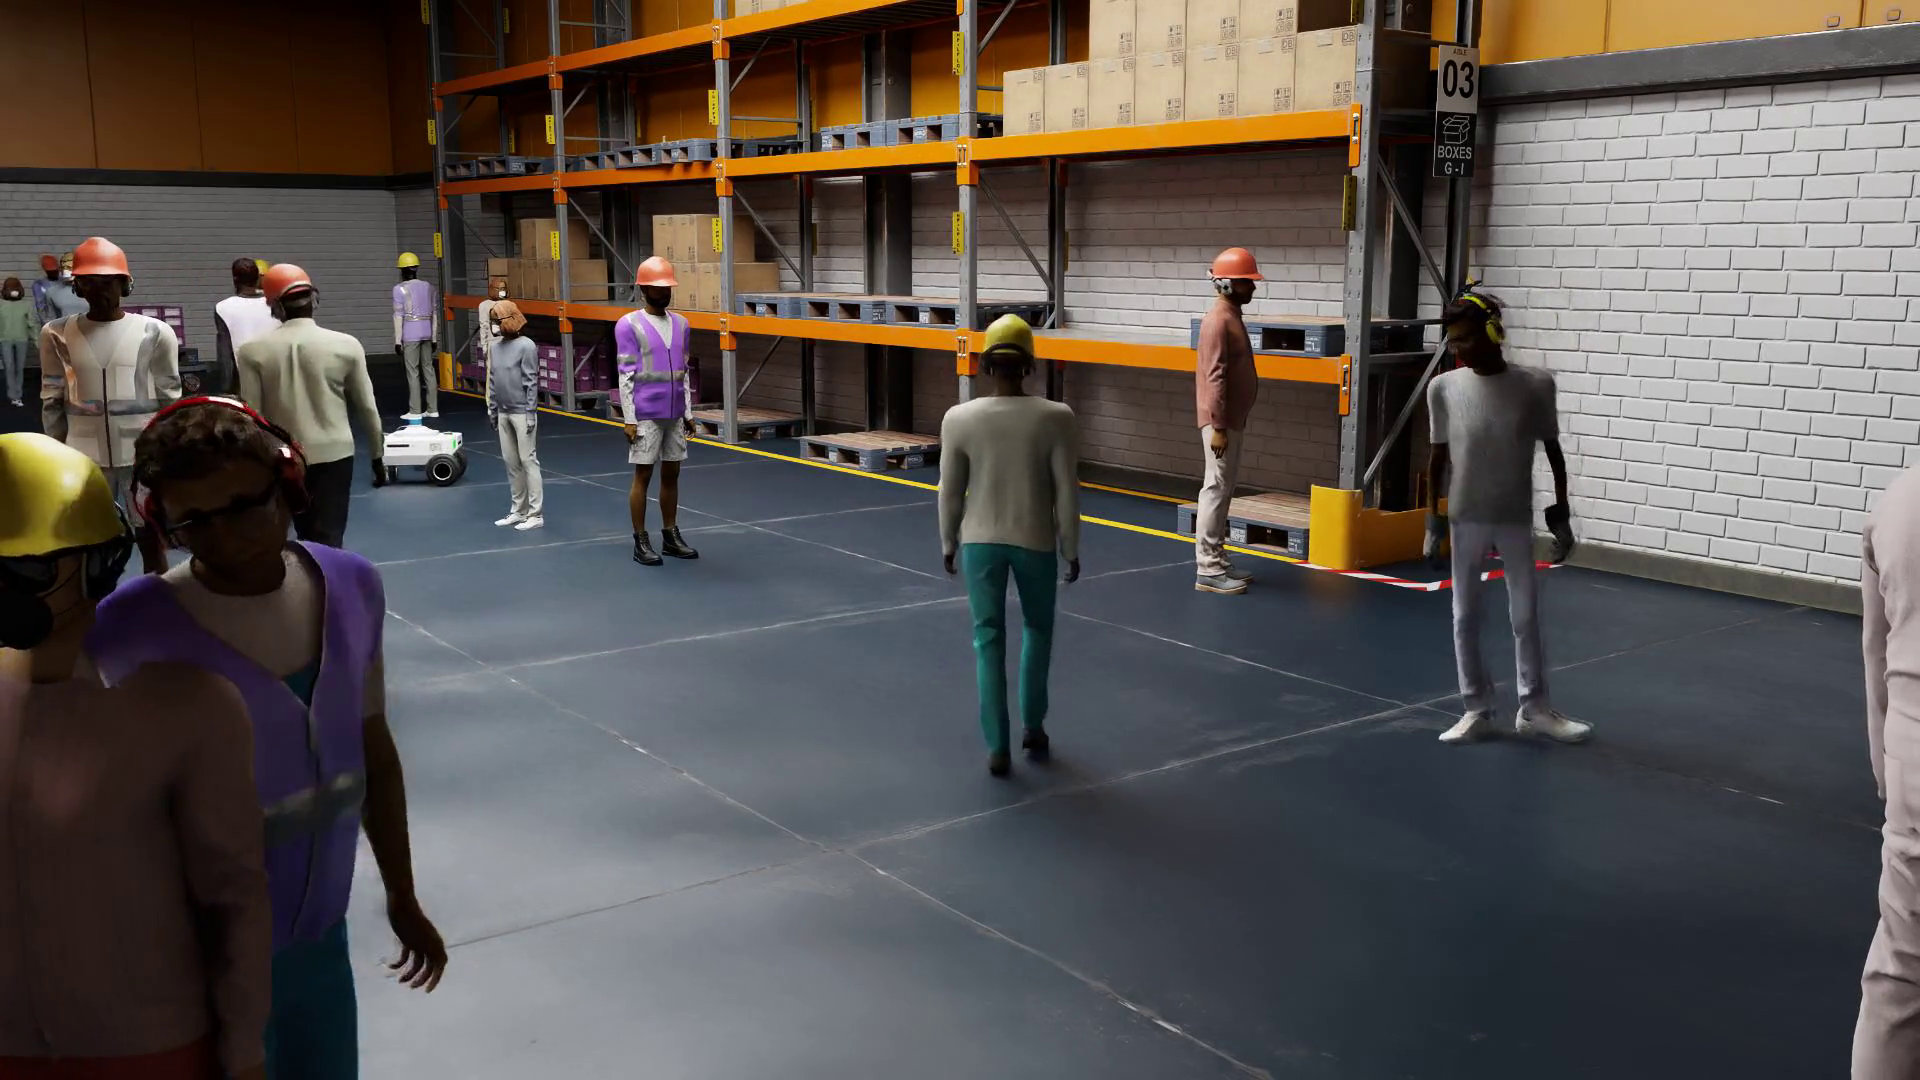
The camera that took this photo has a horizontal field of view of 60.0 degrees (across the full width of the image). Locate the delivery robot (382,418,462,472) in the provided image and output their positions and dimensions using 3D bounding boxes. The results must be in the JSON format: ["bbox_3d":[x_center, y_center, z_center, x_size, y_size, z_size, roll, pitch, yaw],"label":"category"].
[{"bbox_3d":[-4.569,-0.783,13.975,0.707,0.478,0.477,-2,10,-9],"label":"delivery robot"}]

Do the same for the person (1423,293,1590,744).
[{"bbox_3d":[2.203,-0.062,6.640,0.697,1.828,0.429,3,11,16],"label":"person"}]

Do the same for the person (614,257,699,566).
[{"bbox_3d":[-1.900,-0.814,10.535,0.358,1.937,0.549,9,13,41],"label":"person"}]

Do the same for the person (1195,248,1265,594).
[{"bbox_3d":[1.563,-0.694,9.704,0.388,1.992,0.625,3,11,18],"label":"person"}]

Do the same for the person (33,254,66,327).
[{"bbox_3d":[-12.491,-3.003,22.996,0.553,1.884,0.829,-9,13,-40],"label":"person"}]

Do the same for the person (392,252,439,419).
[{"bbox_3d":[-6.286,-2.344,19.174,0.401,1.919,0.588,6,12,32],"label":"person"}]

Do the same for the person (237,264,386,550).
[{"bbox_3d":[-3.264,-0.424,8.421,0.643,1.919,1.074,-1,10,-8],"label":"person"}]

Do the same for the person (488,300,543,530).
[{"bbox_3d":[-3.182,-0.888,11.836,0.504,1.623,0.298,8,13,37],"label":"person"}]

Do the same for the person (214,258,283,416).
[{"bbox_3d":[-5.563,-1.262,13.143,0.398,1.907,0.588,9,13,40],"label":"person"}]

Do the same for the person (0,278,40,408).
[{"bbox_3d":[-11.595,-2.416,20.440,0.519,1.589,0.809,-9,13,-41],"label":"person"}]

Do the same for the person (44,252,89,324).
[{"bbox_3d":[-8.563,-1.828,16.211,0.637,1.938,0.355,-1,10,-5],"label":"person"}]

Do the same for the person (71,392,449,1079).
[{"bbox_3d":[-1.139,0.663,2.650,0.426,1.815,0.588,3,11,18],"label":"person"}]

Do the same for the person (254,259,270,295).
[{"bbox_3d":[-8.379,-2.459,20.055,0.592,1.828,0.404,-6,12,-29],"label":"person"}]

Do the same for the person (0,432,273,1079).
[{"bbox_3d":[-1.263,0.723,2.409,0.524,1.769,0.325,0,10,-2],"label":"person"}]

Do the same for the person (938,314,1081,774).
[{"bbox_3d":[0.193,0.002,6.474,0.553,1.743,0.621,1,10,5],"label":"person"}]

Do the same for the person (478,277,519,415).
[{"bbox_3d":[-5.416,-2.273,19.595,0.492,1.625,0.282,-9,13,-41],"label":"person"}]

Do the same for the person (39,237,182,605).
[{"bbox_3d":[-4.010,-0.398,7.902,0.607,2.048,0.370,-3,11,-17],"label":"person"}]

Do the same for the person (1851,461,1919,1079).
[{"bbox_3d":[1.994,0.519,3.171,0.410,1.905,0.640,-1,10,-7],"label":"person"}]
